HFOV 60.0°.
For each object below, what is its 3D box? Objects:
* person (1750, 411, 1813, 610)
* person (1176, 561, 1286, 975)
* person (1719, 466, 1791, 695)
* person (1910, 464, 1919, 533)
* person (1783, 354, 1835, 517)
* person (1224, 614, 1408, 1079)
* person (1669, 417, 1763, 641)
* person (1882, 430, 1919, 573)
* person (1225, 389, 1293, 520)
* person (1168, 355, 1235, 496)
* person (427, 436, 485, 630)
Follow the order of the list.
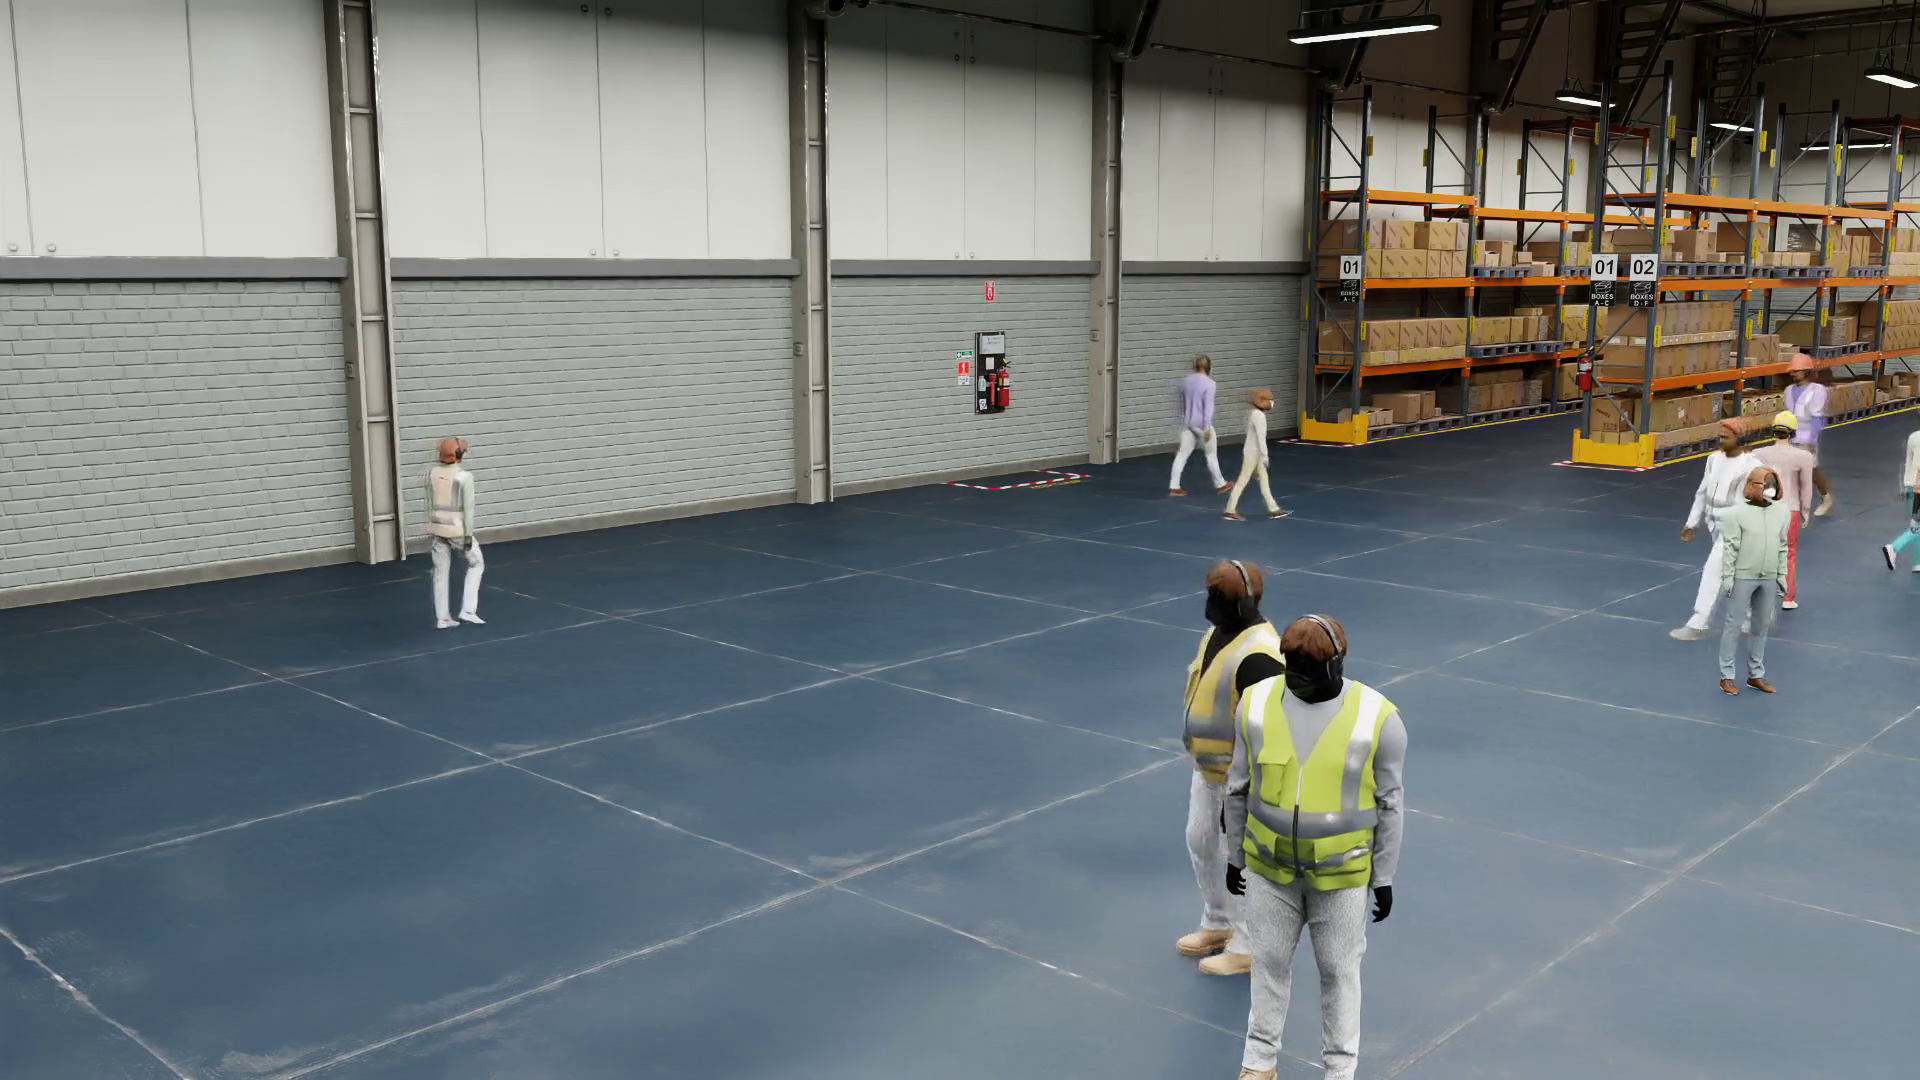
[{"bbox_3d":[7.266,-0.262,14.784,0.531,1.767,0.328,5,11,29],"label":"person"},{"bbox_3d":[1.163,0.983,7.072,0.432,1.817,0.672,-2,9,-11],"label":"person"},{"bbox_3d":[5.658,0.286,11.839,0.500,1.636,0.282,-2,9,-10],"label":"person"},{"bbox_3d":[8.734,-0.200,14.735,0.532,1.664,0.815,7,12,36],"label":"person"},{"bbox_3d":[10.192,-1.244,20.059,0.964,2.014,0.616,-4,10,-22],"label":"person"},{"bbox_3d":[1.235,1.160,5.904,0.631,1.837,0.428,5,10,26],"label":"person"},{"bbox_3d":[6.314,-0.099,13.623,1.018,1.837,0.588,-2,9,-11],"label":"person"},{"bbox_3d":[9.454,-0.517,16.385,0.608,1.748,0.530,-1,9,-4],"label":"person"},{"bbox_3d":[3.586,-1.012,19.881,0.850,1.579,0.510,1,9,8],"label":"person"},{"bbox_3d":[3.182,-1.515,22.092,1.045,1.882,0.652,-7,11,-35],"label":"person"},{"bbox_3d":[-4.244,-0.054,13.961,0.533,1.624,0.466,4,10,24],"label":"person"}]
